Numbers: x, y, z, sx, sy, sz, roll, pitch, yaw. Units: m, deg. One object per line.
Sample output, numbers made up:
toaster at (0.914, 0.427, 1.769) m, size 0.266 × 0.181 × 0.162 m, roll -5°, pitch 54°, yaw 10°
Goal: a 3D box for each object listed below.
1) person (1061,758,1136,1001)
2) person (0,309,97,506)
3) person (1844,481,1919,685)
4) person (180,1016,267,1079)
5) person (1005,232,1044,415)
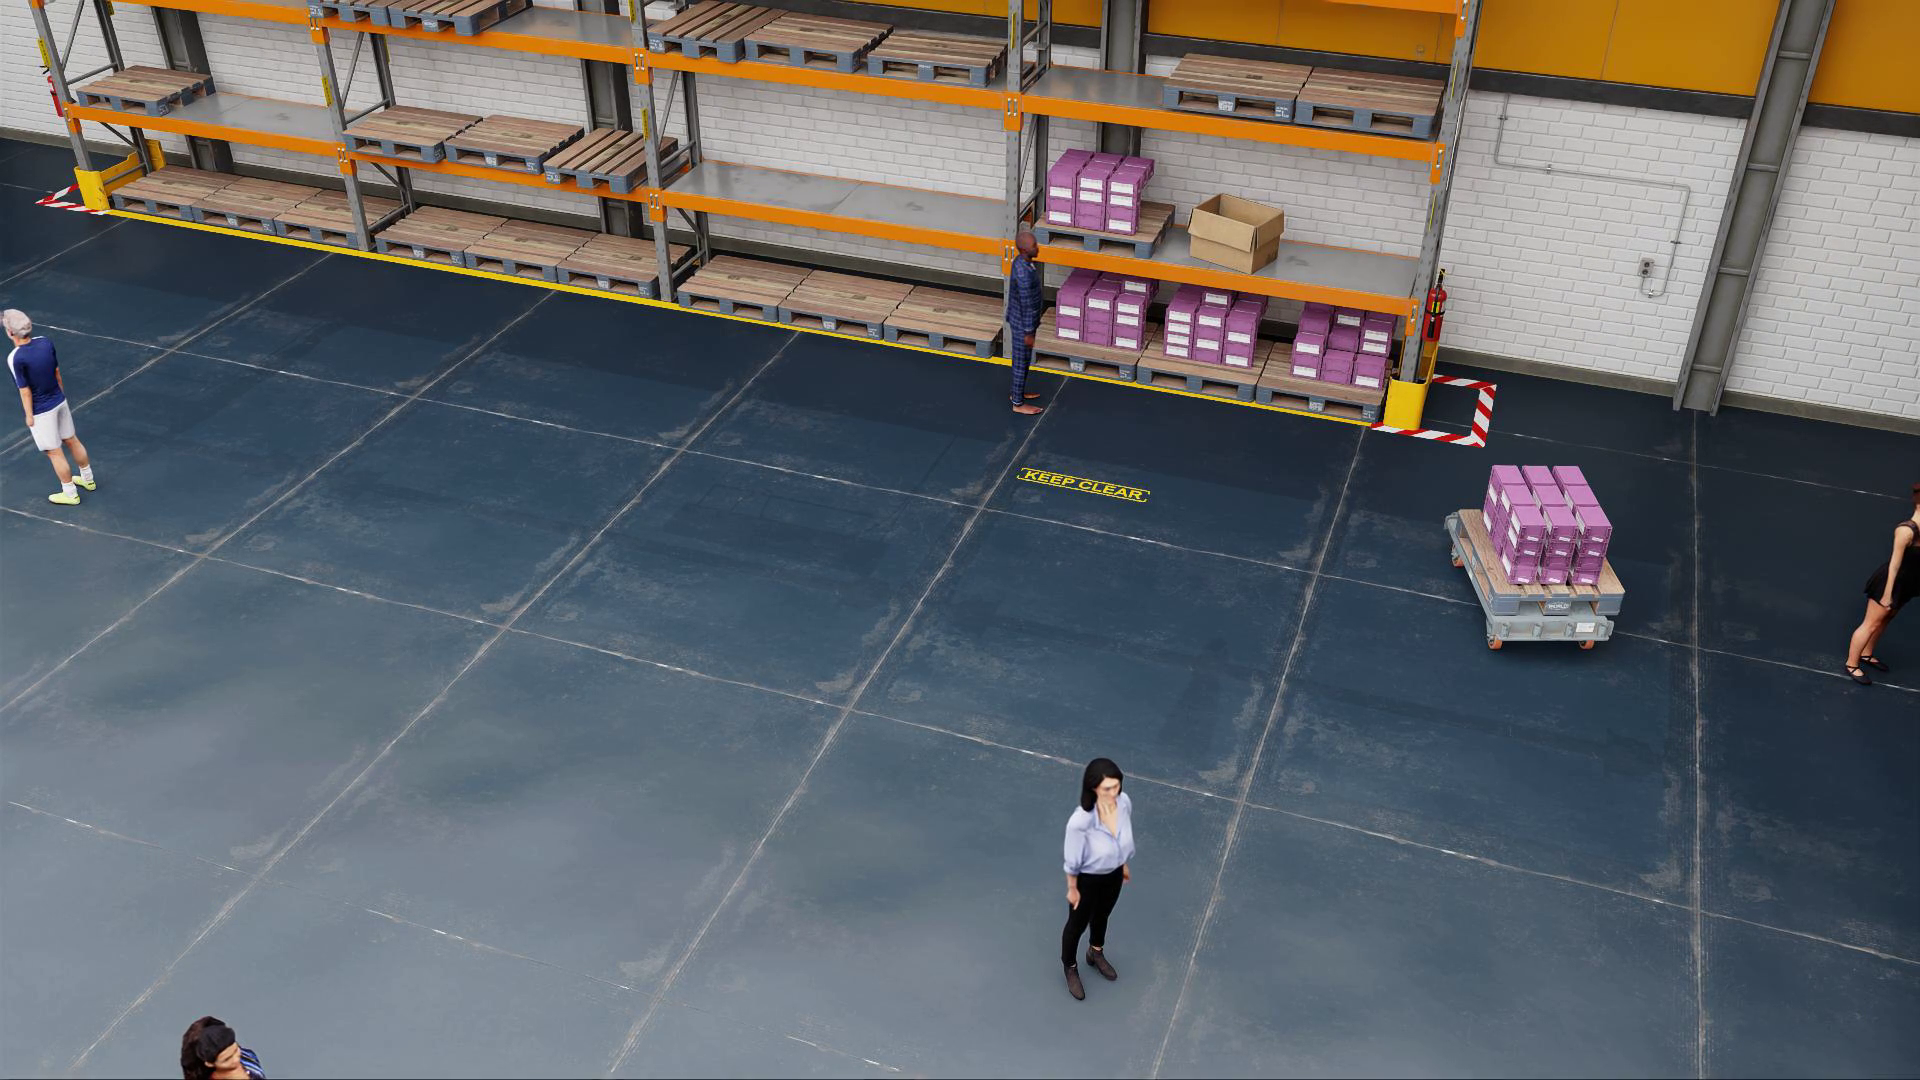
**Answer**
person at (0.807, 1.988, 9.871) m, size 0.731 × 1.743 × 0.753 m, roll -20°, pitch 39°, yaw -28°
person at (-7.993, -1.177, 14.547) m, size 0.591 × 1.839 × 0.659 m, roll 7°, pitch 34°, yaw 10°
person at (7.020, 0.307, 12.462) m, size 0.677 × 1.674 × 0.712 m, roll -22°, pitch 40°, yaw -30°
person at (-3.613, 3.026, 8.427) m, size 0.572 × 1.614 × 0.623 m, roll 8°, pitch 34°, yaw 11°
person at (0.612, -2.104, 15.960) m, size 0.726 × 1.819 × 0.741 m, roll 0°, pitch 34°, yaw 0°
